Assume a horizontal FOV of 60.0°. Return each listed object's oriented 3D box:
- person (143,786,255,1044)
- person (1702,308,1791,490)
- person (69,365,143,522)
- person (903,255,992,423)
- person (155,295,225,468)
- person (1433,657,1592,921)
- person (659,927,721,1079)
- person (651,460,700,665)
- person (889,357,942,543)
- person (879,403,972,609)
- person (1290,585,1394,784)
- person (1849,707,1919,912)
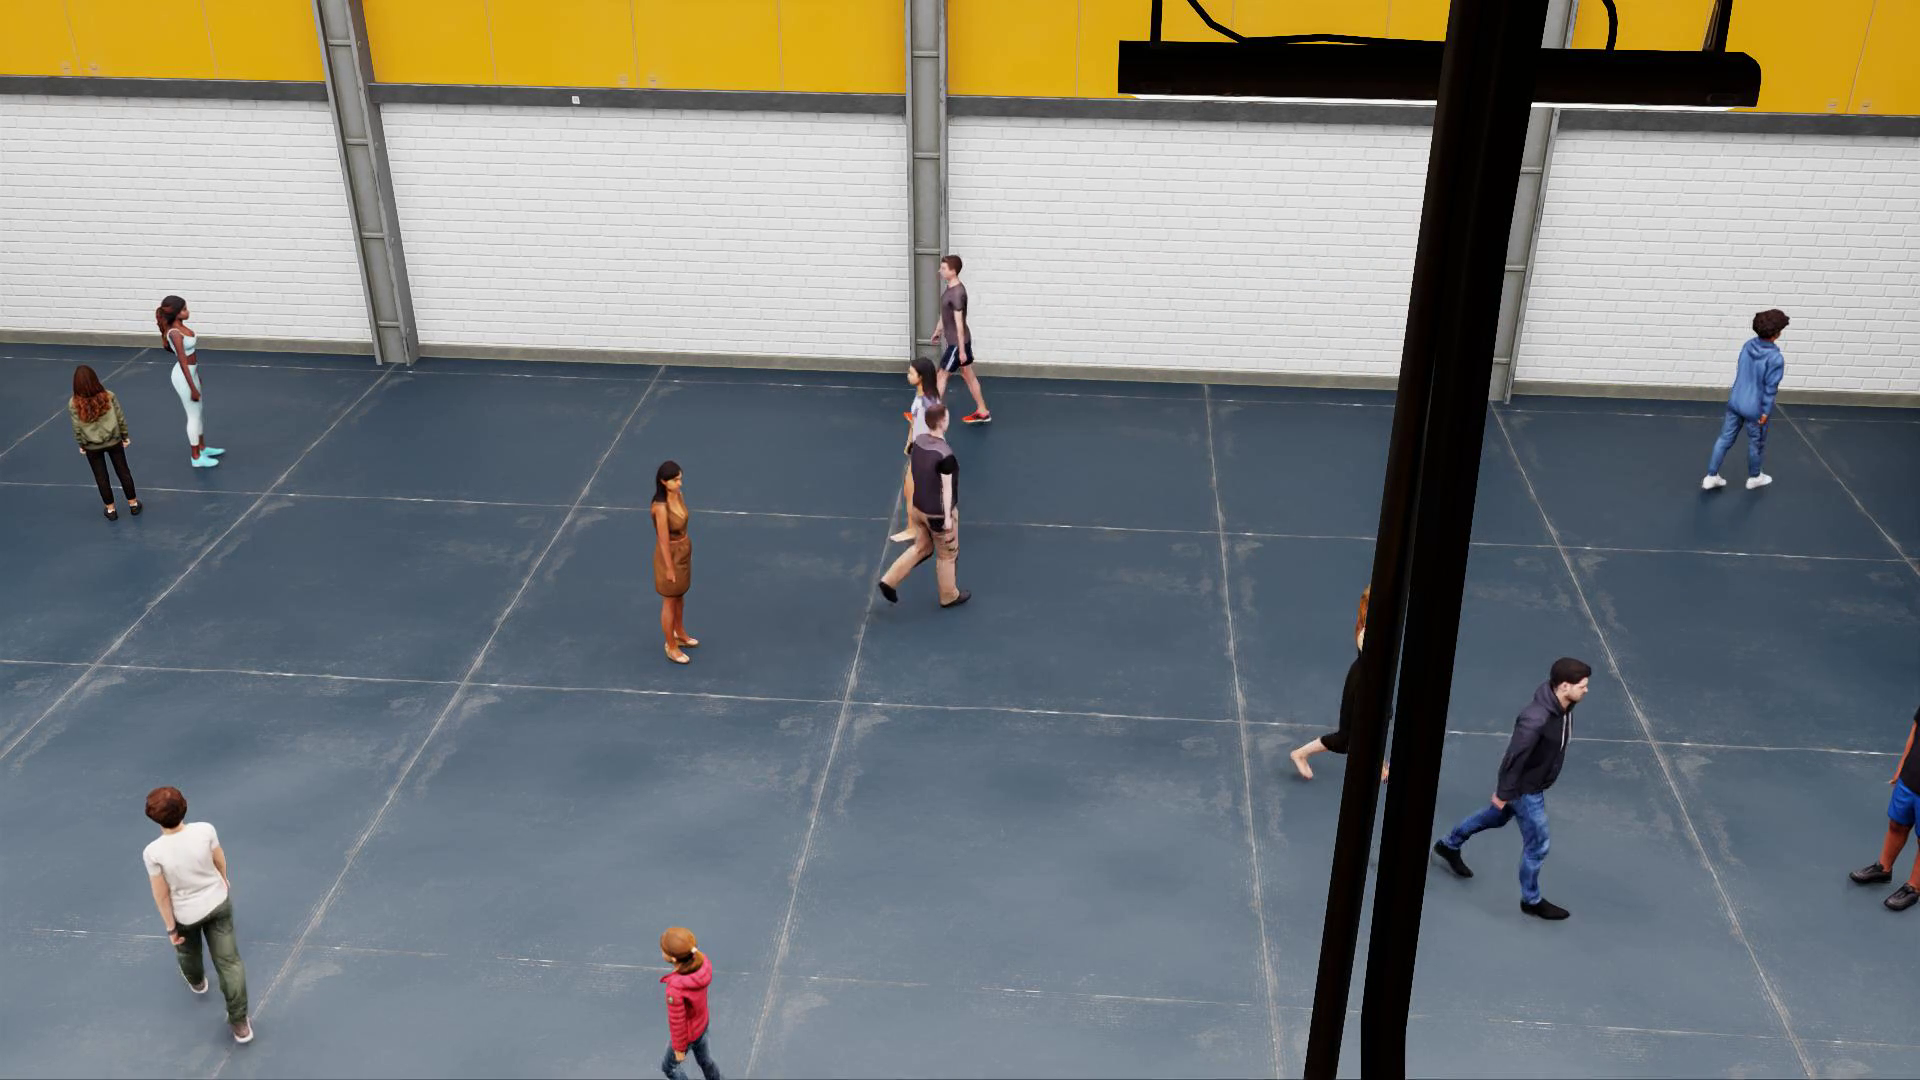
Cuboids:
[{"bbox_3d":[-4.248,2.138,9.369,1.031,1.616,1.057,-19,34,-31],"label":"person"},{"bbox_3d":[7.288,-1.275,15.438,1.065,1.798,0.941,-12,31,-20],"label":"person"},{"bbox_3d":[-7.770,-0.892,15.072,0.630,1.475,0.717,-17,33,-29],"label":"person"},{"bbox_3d":[0.058,-1.974,16.705,1.164,1.810,0.754,-1,29,-1],"label":"person"},{"bbox_3d":[-7.429,-1.536,15.993,0.650,1.723,0.644,-9,30,-16],"label":"person"},{"bbox_3d":[3.424,1.469,10.357,1.270,1.844,1.049,20,34,32],"label":"person"},{"bbox_3d":[-1.374,2.607,8.832,0.625,1.308,0.598,10,30,18],"label":"person"},{"bbox_3d":[-2.233,0.155,12.934,0.529,1.684,0.580,5,29,10],"label":"person"},{"bbox_3d":[-0.211,-0.797,14.651,0.908,1.711,0.750,-6,29,-11],"label":"person"},{"bbox_3d":[-0.291,-0.227,13.493,1.141,1.819,1.032,-17,33,-28],"label":"person"},{"bbox_3d":[2.709,1.012,11.455,1.105,1.596,0.762,10,30,17],"label":"person"},{"bbox_3d":[6.039,1.504,10.346,0.680,1.795,0.675,-9,30,-16],"label":"person"}]
